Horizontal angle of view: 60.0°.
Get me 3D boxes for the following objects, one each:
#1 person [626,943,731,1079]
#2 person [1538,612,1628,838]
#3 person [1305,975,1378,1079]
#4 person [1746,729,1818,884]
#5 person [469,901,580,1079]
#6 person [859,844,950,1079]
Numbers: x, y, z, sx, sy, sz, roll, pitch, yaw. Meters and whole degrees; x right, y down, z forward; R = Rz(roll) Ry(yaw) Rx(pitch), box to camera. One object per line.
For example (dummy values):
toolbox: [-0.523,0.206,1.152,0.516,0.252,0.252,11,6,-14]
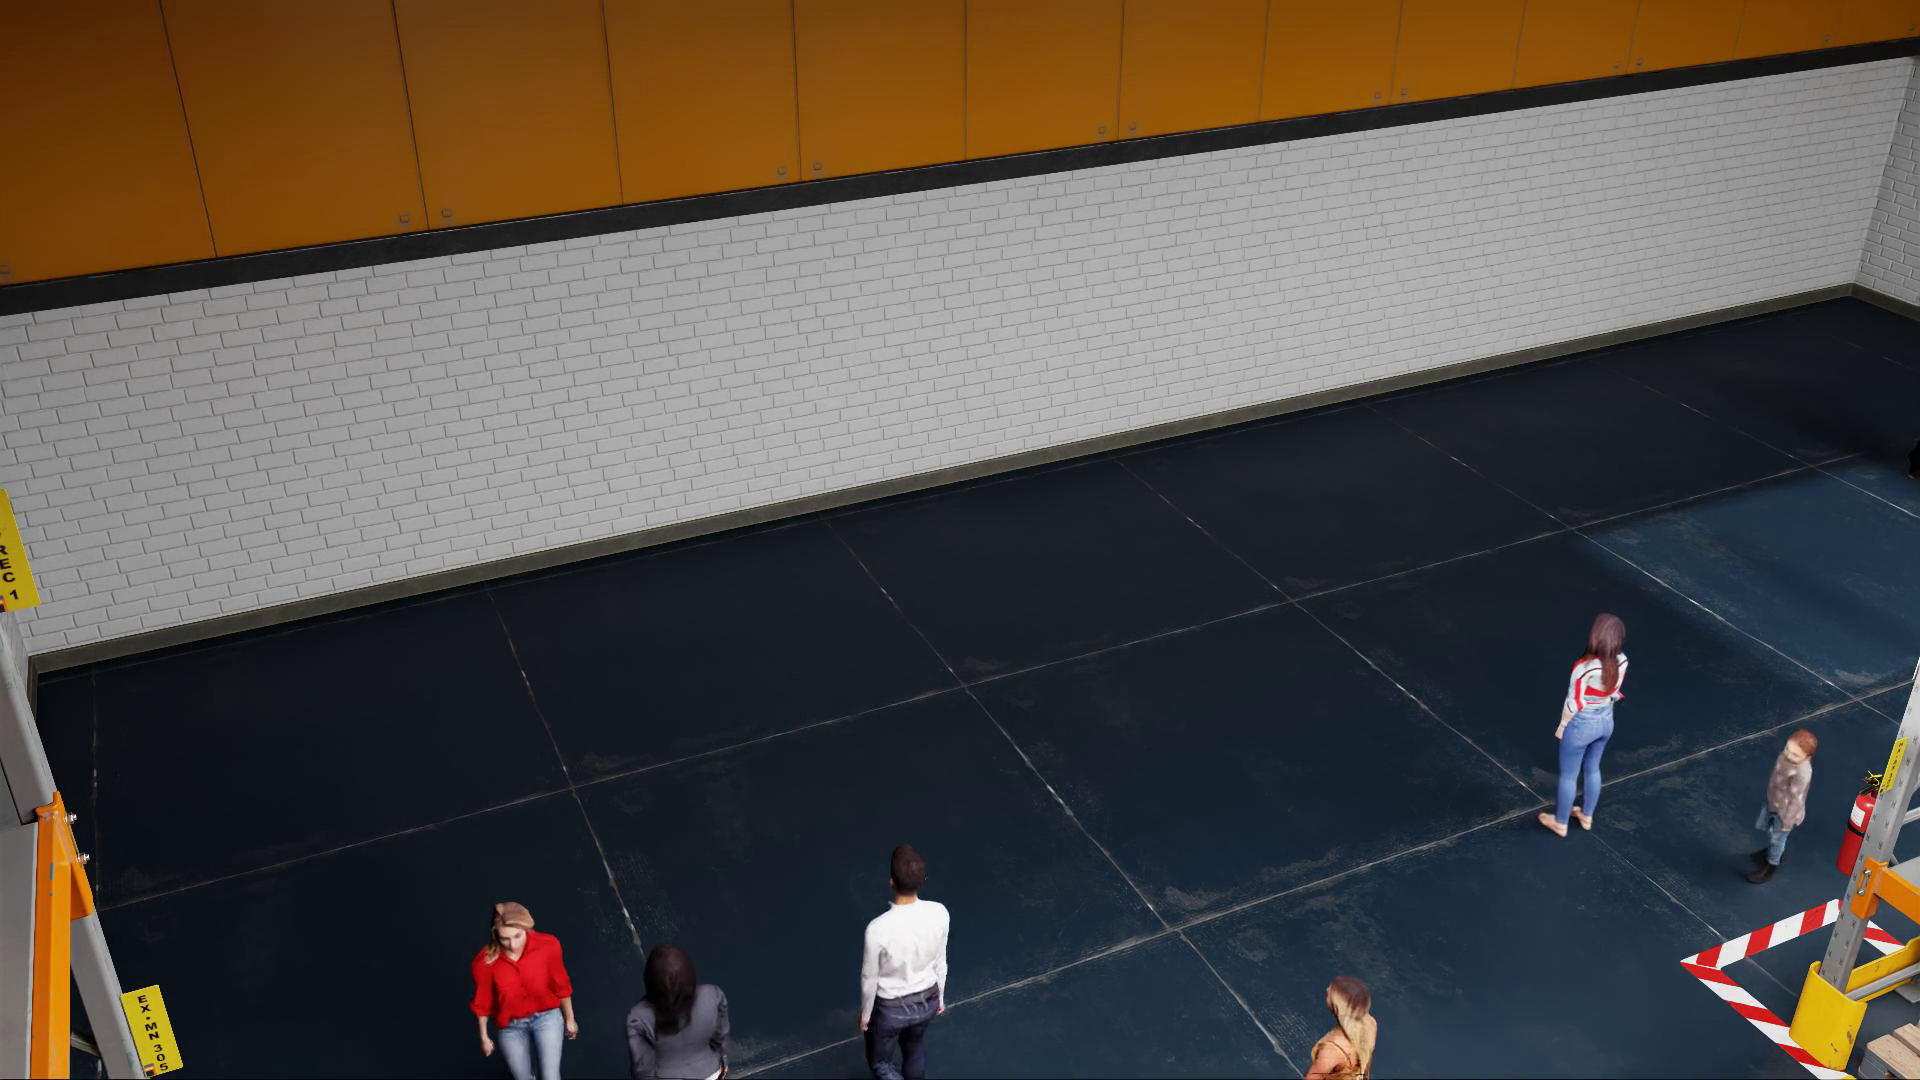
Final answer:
person: [-1.370,2.626,8.190,0.653,1.597,0.633,-15,32,-26]
person: [4.086,1.198,10.795,0.582,1.610,0.491,-12,31,-22]
person: [1.861,2.782,7.905,1.112,1.595,0.837,24,37,37]
person: [5.169,1.650,10.415,0.659,1.180,0.561,3,29,6]
person: [-2.214,2.419,8.483,0.668,1.681,0.848,-12,31,-21]
person: [-0.253,2.387,8.371,0.636,1.844,0.980,-13,31,-23]
